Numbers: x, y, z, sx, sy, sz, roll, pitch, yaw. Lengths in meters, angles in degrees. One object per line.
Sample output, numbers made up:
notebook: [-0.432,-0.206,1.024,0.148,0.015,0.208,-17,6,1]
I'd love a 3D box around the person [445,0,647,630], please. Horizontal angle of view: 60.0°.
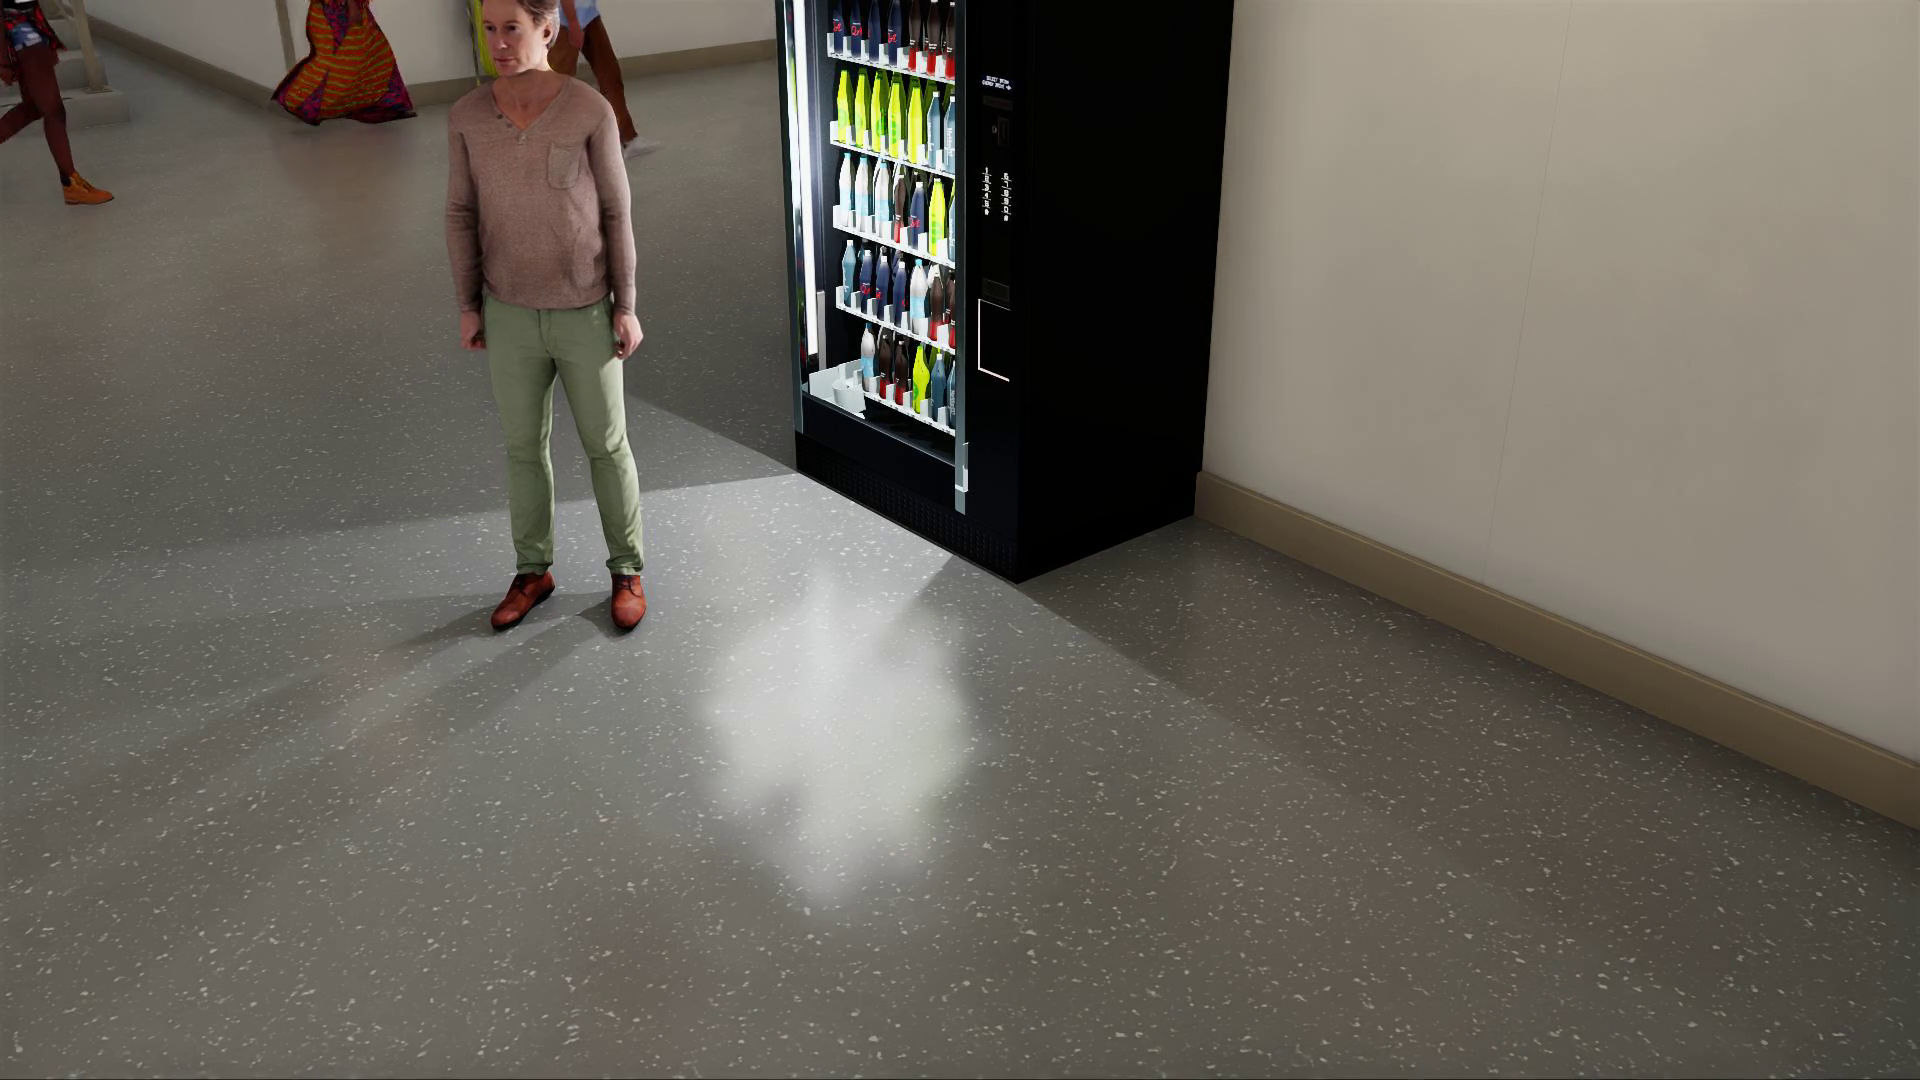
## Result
person: [-1.166,-0.650,4.752,0.775,1.874,0.823,1,26,2]

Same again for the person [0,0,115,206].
person: [-5.250,-2.685,9.168,0.996,1.702,1.077,-4,26,-8]

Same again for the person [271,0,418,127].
person: [-4.189,-3.567,11.067,1.059,1.641,1.180,-5,26,-10]

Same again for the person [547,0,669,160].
person: [-2.422,-3.176,10.073,1.137,1.801,1.036,6,26,12]
